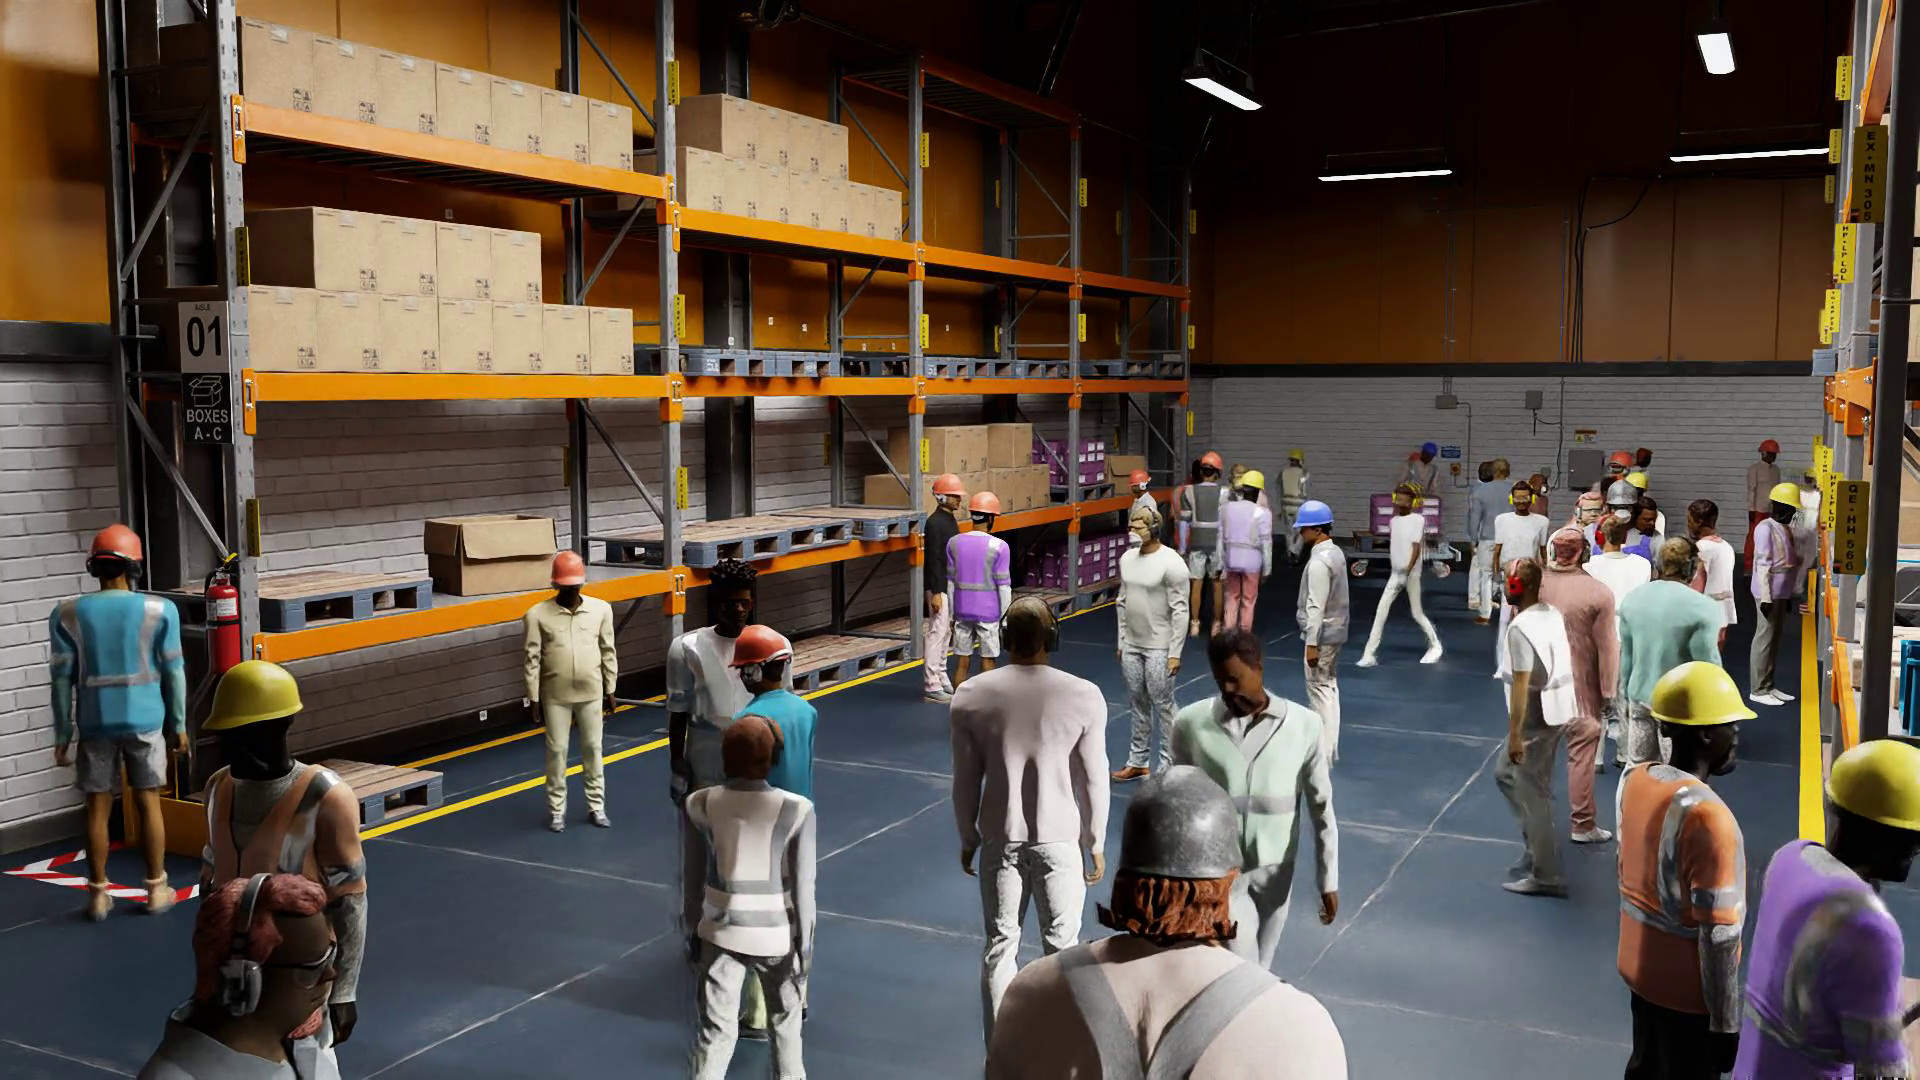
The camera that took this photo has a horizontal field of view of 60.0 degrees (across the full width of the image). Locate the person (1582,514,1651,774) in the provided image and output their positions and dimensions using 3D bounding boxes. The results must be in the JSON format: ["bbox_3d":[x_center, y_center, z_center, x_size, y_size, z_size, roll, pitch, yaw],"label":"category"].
[{"bbox_3d":[4.600,0.737,11.769,0.565,1.849,0.390,-1,5,-11],"label":"person"}]

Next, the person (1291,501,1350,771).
[{"bbox_3d":[2.573,0.683,11.900,0.422,1.933,0.616,2,6,23],"label":"person"}]

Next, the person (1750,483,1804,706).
[{"bbox_3d":[7.055,0.461,14.373,0.380,1.917,0.585,5,7,42],"label":"person"}]

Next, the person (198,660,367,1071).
[{"bbox_3d":[-2.099,1.319,5.091,0.595,1.925,0.373,2,6,22],"label":"person"}]

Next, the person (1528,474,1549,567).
[{"bbox_3d":[7.342,-0.032,21.238,0.502,1.627,0.277,-4,6,-35],"label":"person"}]

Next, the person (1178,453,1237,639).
[{"bbox_3d":[2.680,0.075,17.985,0.645,2.022,0.477,1,6,15],"label":"person"}]

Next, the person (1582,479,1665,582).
[{"bbox_3d":[5.067,0.547,12.787,0.678,2.000,0.537,1,6,16],"label":"person"}]

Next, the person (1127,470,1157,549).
[{"bbox_3d":[2.158,0.030,19.930,0.338,1.742,0.560,-1,5,-11],"label":"person"}]

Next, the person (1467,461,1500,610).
[{"bbox_3d":[6.438,-0.052,20.369,0.430,1.836,0.619,3,6,33],"label":"person"}]

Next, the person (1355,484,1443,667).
[{"bbox_3d":[4.344,0.345,16.301,1.001,1.800,0.481,-4,6,-34],"label":"person"}]

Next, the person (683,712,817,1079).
[{"bbox_3d":[-0.760,1.411,5.882,0.521,1.594,0.867,1,5,10],"label":"person"}]

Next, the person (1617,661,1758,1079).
[{"bbox_3d":[2.189,1.323,5.028,0.364,1.930,0.588,0,5,-3],"label":"person"}]

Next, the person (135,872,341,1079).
[{"bbox_3d":[-1.241,1.532,2.975,0.400,1.900,0.642,0,5,-2],"label":"person"}]

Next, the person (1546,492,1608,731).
[{"bbox_3d":[4.992,0.572,13.242,0.641,1.909,0.409,0,5,3],"label":"person"}]

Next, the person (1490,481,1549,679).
[{"bbox_3d":[5.241,0.385,15.512,0.573,1.866,0.394,2,6,16],"label":"person"}]

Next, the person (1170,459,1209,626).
[{"bbox_3d":[2.664,0.029,19.062,0.454,1.917,0.723,-5,7,-43],"label":"person"}]

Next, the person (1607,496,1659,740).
[{"bbox_3d":[5.207,0.609,12.847,0.598,1.908,0.402,-3,6,-31],"label":"person"}]

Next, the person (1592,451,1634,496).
[{"bbox_3d":[7.693,-0.045,19.490,0.414,1.986,0.637,-5,7,-43],"label":"person"}]

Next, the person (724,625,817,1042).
[{"bbox_3d":[-0.833,1.229,7.072,0.352,1.738,0.573,3,6,26],"label":"person"}]

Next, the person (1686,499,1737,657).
[{"bbox_3d":[5.573,0.650,12.425,0.598,1.906,0.404,-5,7,-44],"label":"person"}]

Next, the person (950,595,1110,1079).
[{"bbox_3d":[0.277,1.179,6.530,0.629,1.940,0.373,1,5,11],"label":"person"}]

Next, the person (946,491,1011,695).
[{"bbox_3d":[0.158,0.579,13.081,0.550,1.925,0.391,3,6,26],"label":"person"}]

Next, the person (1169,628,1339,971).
[{"bbox_3d":[1.105,1.247,6.297,0.623,1.840,1.028,0,5,1],"label":"person"}]

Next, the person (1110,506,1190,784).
[{"bbox_3d":[1.294,0.733,11.331,0.366,1.938,0.630,-4,6,-35],"label":"person"}]

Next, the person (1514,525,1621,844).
[{"bbox_3d":[3.680,0.865,10.052,0.409,1.913,0.651,-5,7,-42],"label":"person"}]

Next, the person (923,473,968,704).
[{"bbox_3d":[-0.124,0.413,14.478,0.397,1.992,0.623,1,5,15],"label":"person"}]

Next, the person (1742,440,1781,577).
[{"bbox_3d":[11.520,-0.446,23.812,0.617,1.985,0.411,-3,6,-25],"label":"person"}]

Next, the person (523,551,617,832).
[{"bbox_3d":[-2.399,0.931,10.275,0.576,1.737,0.355,-2,6,-24],"label":"person"}]

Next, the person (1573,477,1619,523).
[{"bbox_3d":[5.797,0.396,15.095,0.633,1.939,0.420,-3,6,-26],"label":"person"}]

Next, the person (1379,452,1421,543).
[{"bbox_3d":[7.128,-0.570,26.688,0.846,1.698,0.597,0,5,0],"label":"person"}]

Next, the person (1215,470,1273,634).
[{"bbox_3d":[2.868,0.251,16.696,0.609,1.900,0.421,4,7,35],"label":"person"}]

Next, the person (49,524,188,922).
[{"bbox_3d":[-4.337,0.936,8.609,0.616,2.040,0.391,-2,6,-17],"label":"person"}]

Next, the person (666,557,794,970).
[{"bbox_3d":[-1.073,1.051,7.847,0.611,1.958,0.368,-1,5,-14],"label":"person"}]

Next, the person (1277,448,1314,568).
[{"bbox_3d":[5.012,-0.466,24.882,0.621,1.812,0.419,4,7,40],"label":"person"}]

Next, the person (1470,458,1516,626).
[{"bbox_3d":[6.166,0.023,19.048,0.646,1.929,0.389,0,5,3],"label":"person"}]

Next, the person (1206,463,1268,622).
[{"bbox_3d":[3.009,0.121,18.051,0.668,1.917,0.488,1,5,13],"label":"person"}]

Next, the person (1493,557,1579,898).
[{"bbox_3d":[3.120,1.005,9.069,0.510,1.812,0.619,4,7,36],"label":"person"}]

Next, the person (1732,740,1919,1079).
[{"bbox_3d":[2.184,1.419,4.175,0.433,1.904,0.612,1,5,9],"label":"person"}]

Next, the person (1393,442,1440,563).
[{"bbox_3d":[7.018,-0.557,25.505,0.675,1.880,0.891,-1,5,-7],"label":"person"}]

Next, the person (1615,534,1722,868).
[{"bbox_3d":[3.948,0.931,9.292,0.386,1.926,0.628,-3,6,-25],"label":"person"}]
